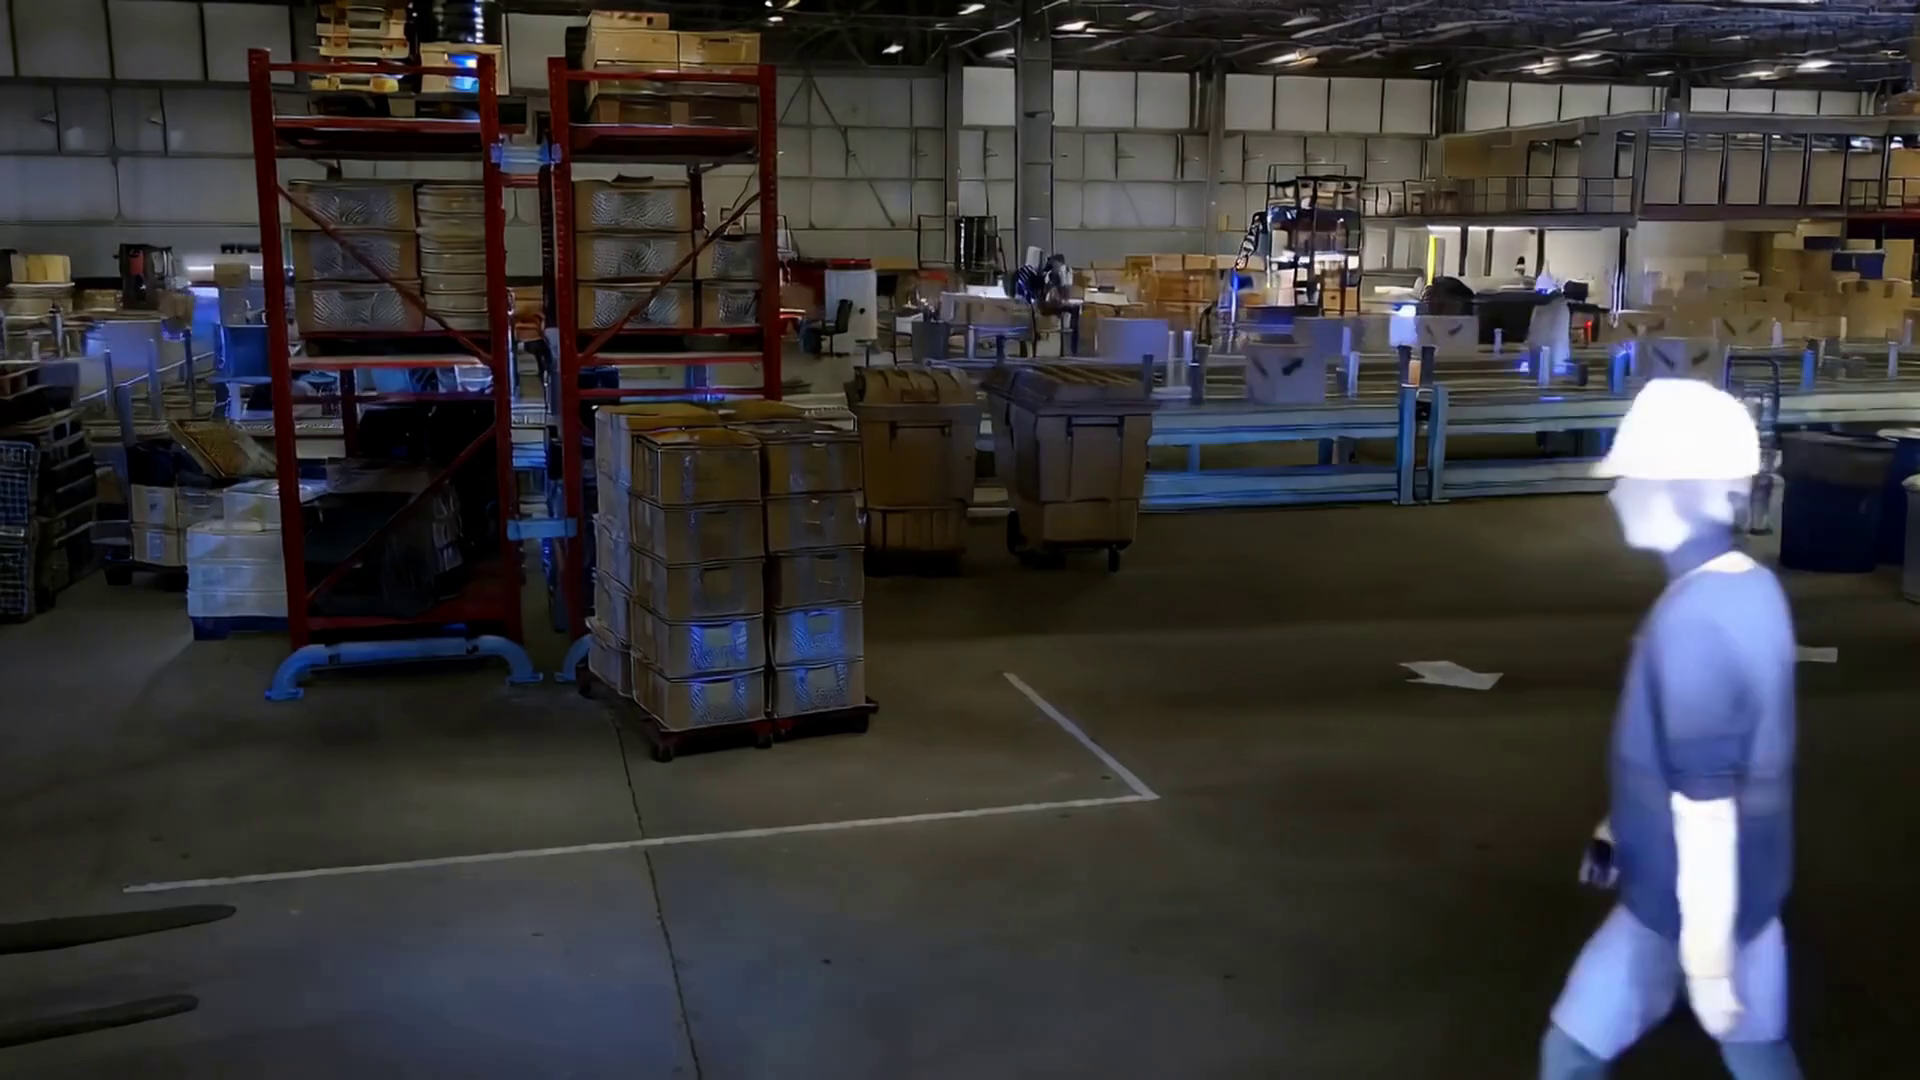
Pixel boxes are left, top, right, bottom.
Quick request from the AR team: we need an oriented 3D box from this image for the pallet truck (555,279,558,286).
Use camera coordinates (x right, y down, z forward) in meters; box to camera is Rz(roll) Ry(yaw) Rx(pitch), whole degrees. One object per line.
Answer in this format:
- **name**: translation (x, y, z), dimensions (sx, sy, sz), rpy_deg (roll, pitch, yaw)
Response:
- **pallet truck**: translation (-10.604, -6.375, 44.520), dimensions (0.653, 1.274, 1.630), rpy_deg (-3, 10, -15)

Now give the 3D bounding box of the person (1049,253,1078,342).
- **person**: translation (2.284, -5.467, 37.472), dimensions (0.679, 1.985, 1.045), rpy_deg (-5, 11, -27)

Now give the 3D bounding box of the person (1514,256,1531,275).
- **person**: translation (16.714, -7.538, 49.566), dimensions (0.508, 1.847, 0.345), rpy_deg (-1, 10, -5)

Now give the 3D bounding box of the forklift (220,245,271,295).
- **forklift**: translation (-17.749, -6.334, 41.440), dimensions (1.157, 1.987, 2.680), rpy_deg (-3, 10, -17)

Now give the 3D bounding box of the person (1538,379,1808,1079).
- **person**: translation (1.355, 0.635, 3.210), dimensions (1.017, 1.880, 0.559), rpy_deg (7, 12, 36)

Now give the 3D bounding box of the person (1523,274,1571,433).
- **person**: translation (6.520, -2.043, 18.544), dimensions (0.416, 1.821, 0.609), rpy_deg (-2, 10, -10)

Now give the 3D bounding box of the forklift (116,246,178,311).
- **forklift**: translation (-19.966, -6.232, 40.894), dimensions (1.157, 1.987, 2.680), rpy_deg (-3, 10, -15)
